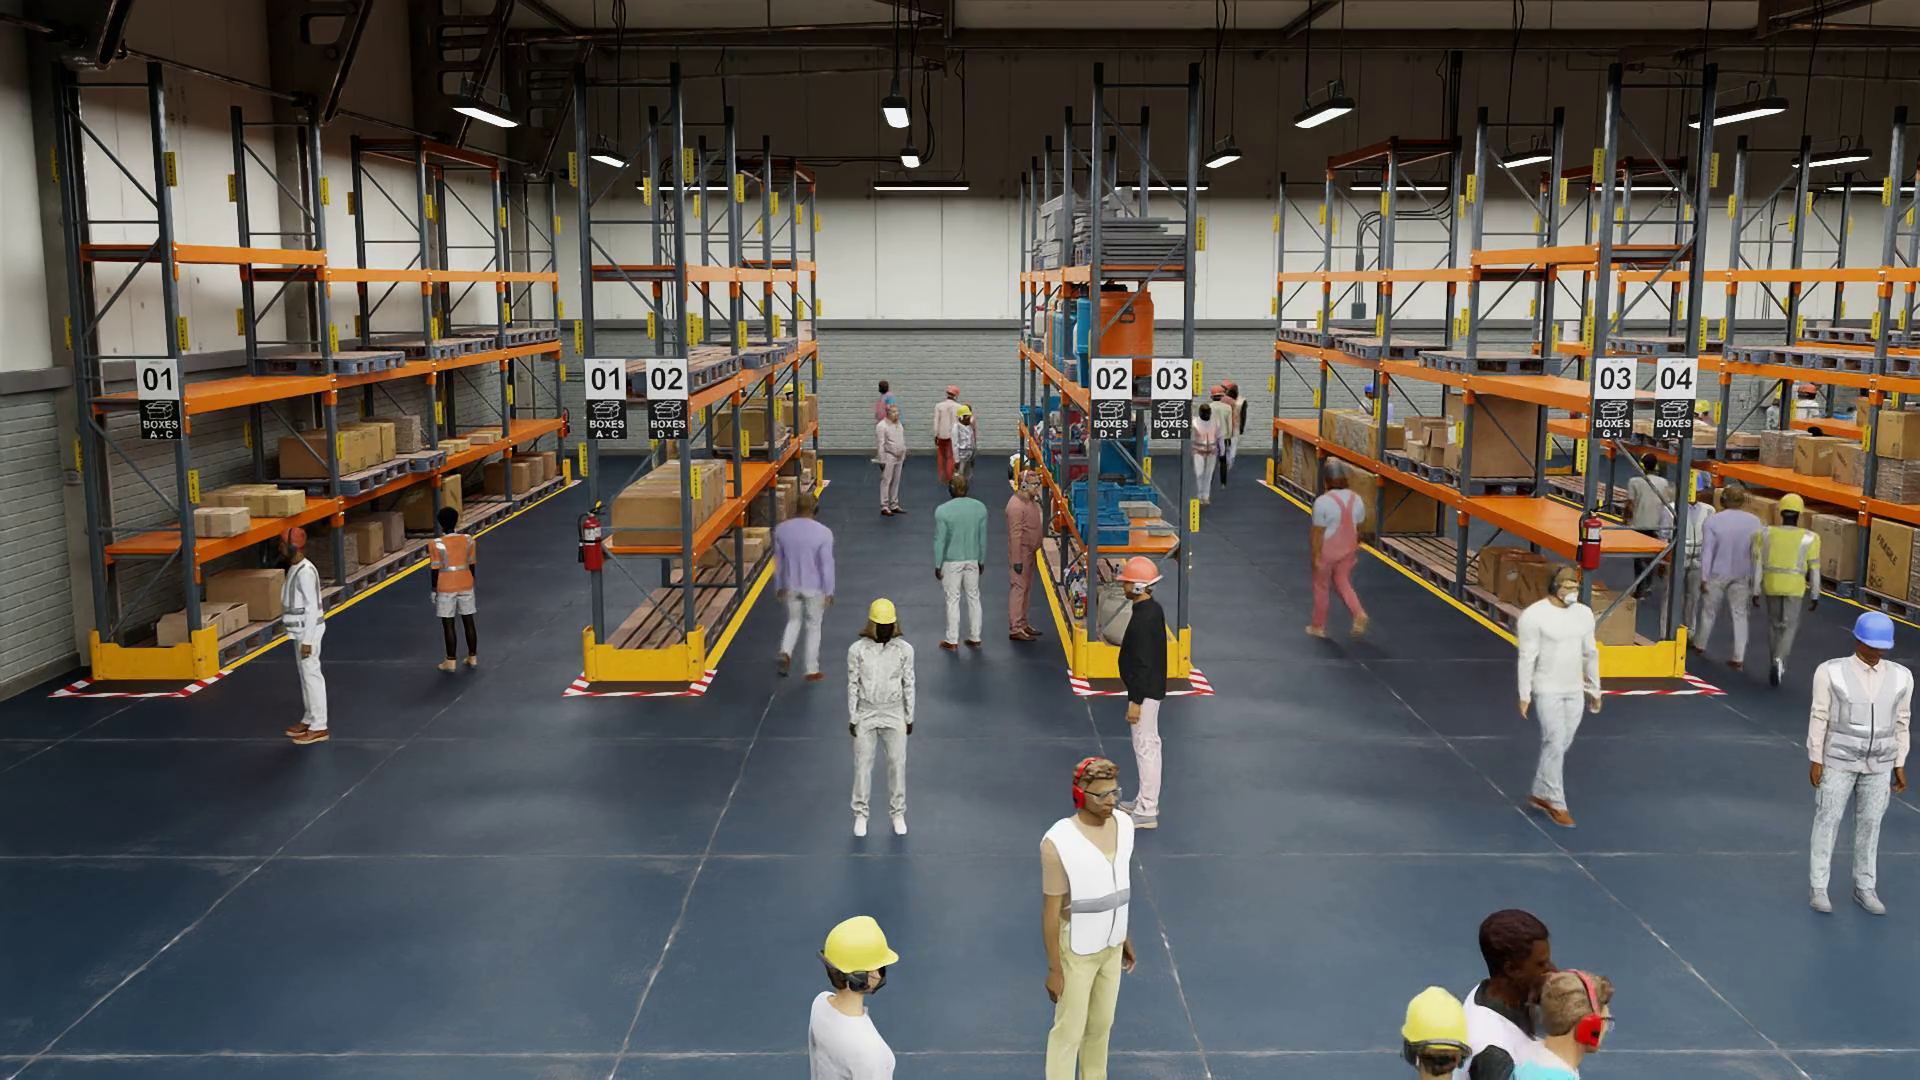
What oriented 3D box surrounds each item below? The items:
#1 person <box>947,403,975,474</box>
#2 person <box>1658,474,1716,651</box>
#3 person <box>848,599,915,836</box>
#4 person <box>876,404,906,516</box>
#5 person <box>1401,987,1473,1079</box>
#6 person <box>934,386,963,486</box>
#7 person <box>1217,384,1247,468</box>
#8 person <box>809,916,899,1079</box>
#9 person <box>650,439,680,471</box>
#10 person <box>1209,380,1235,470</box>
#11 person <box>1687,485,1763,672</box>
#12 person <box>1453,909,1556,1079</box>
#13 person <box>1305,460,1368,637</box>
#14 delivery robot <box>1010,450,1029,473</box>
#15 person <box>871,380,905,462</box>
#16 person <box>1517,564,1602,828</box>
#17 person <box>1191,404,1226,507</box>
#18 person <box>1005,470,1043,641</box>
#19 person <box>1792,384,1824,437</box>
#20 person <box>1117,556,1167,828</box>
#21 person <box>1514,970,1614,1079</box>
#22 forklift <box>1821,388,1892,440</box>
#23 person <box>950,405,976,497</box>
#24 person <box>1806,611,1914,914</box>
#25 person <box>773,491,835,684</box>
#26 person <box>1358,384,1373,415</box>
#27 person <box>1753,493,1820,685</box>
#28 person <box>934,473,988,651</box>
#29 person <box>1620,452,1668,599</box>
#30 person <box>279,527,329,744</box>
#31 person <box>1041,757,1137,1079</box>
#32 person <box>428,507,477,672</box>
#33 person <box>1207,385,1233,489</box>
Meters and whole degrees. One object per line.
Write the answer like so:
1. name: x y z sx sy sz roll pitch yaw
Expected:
1. person: 0.075 -1.914 32.876 0.529 1.594 0.795 4 10 25
2. person: 7.822 0.237 17.915 0.614 1.945 0.402 0 9 -1
3. person: -0.561 1.272 11.953 0.487 1.737 0.315 -1 9 -6
4. person: -1.154 -1.377 28.430 0.409 1.907 0.651 6 11 33
5. person: 1.501 2.293 5.316 0.538 1.757 0.366 1 9 4
6. person: -0.211 -2.047 32.658 0.620 1.932 0.900 0 9 0
7. person: 5.744 -2.405 35.370 0.639 1.805 0.826 3 9 18
8. person: -0.365 2.192 5.923 0.309 1.769 0.525 -5 10 -29
9. person: -4.899 -1.287 27.881 0.557 1.906 0.928 -1 9 -5
10. person: 5.436 -2.378 34.784 0.625 1.937 0.828 -6 11 -33
11. person: 7.963 0.363 17.300 0.659 1.885 1.012 0 9 2
12. person: 1.801 2.164 5.607 0.391 1.922 0.593 3 9 16
13. person: 4.186 0.101 18.496 0.685 2.000 0.728 -4 10 -26
14. delivery robot: 1.210 -1.576 33.741 0.477 0.478 0.707 0 9 -3
15. person: -1.580 -2.625 36.748 0.783 1.824 0.637 -3 9 -20
16. person: 4.425 1.129 12.250 0.653 1.928 0.542 -3 9 -20
17. person: 4.383 -1.507 29.537 0.661 1.818 0.606 -1 9 -6
18. person: 0.730 0.167 18.521 0.399 1.902 0.643 3 9 18
19. person: 17.327 -2.216 33.867 0.936 1.888 0.560 -2 9 -15
20. person: 1.324 1.106 12.170 0.379 1.996 0.609 2 9 13
21. person: 1.805 2.265 5.404 0.905 1.795 0.572 -1 9 -5
22. forklift: 20.072 -3.110 36.462 1.873 2.768 1.129 0 9 0
23. person: 0.071 -1.427 28.977 0.403 1.837 0.591 5 10 28
24. person: 5.666 1.393 10.496 0.602 1.943 0.394 1 9 6
25. person: -1.556 0.483 16.432 0.676 1.917 0.530 3 9 20
26. person: 8.220 -2.189 33.560 0.411 1.936 0.605 6 11 34
27. person: 8.189 0.480 16.524 0.597 1.900 0.833 7 11 36
28. person: 0.006 0.239 17.963 0.630 1.932 0.369 -4 10 -27
29. person: 8.589 -0.181 20.942 0.530 1.853 0.523 0 9 -3
30. person: -5.682 0.818 14.389 0.360 1.882 0.575 -5 10 -28
31. person: 0.582 1.884 7.649 0.373 1.843 0.571 8 12 43
32. person: -5.181 0.501 17.014 0.322 1.699 0.535 8 12 42
33. person: 4.934 -1.976 31.997 0.612 1.997 0.375 0 9 0
